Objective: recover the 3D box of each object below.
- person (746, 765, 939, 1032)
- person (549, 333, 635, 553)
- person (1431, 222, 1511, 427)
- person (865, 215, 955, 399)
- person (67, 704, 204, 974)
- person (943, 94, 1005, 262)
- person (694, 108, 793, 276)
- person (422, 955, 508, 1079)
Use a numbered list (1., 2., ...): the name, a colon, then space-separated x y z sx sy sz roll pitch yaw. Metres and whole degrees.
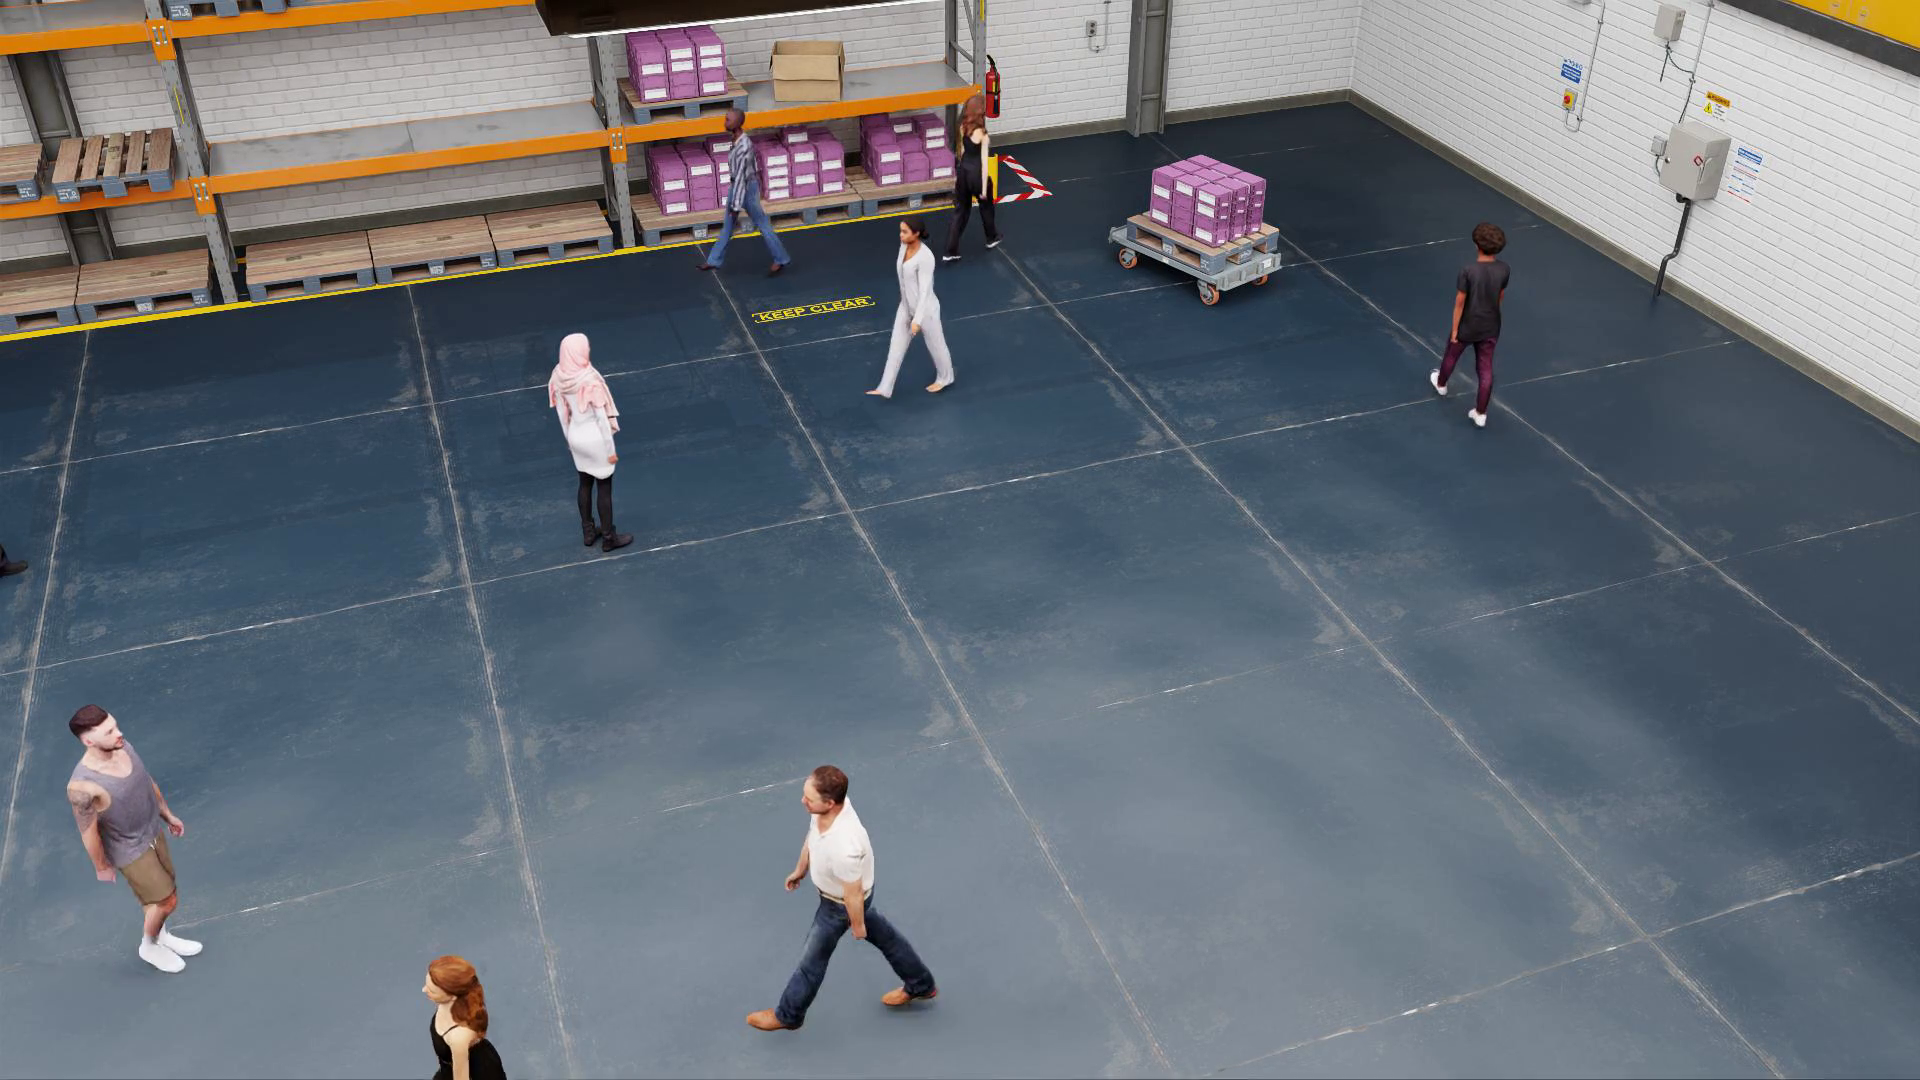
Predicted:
1. person: -0.488 1.858 8.648 1.334 1.791 0.860 -5 34 -7
2. person: -2.793 -0.736 12.539 0.739 1.803 0.774 20 39 27
3. person: 4.451 -1.814 14.216 1.116 1.743 0.896 -2 34 -3
4. person: -0.290 -2.037 14.598 1.191 1.692 0.893 -24 40 -31
5. person: -4.567 1.617 9.040 0.737 1.828 0.717 1 34 2
6. person: 0.058 -3.664 17.041 0.997 1.696 1.210 24 40 31
7. person: -2.052 -3.433 16.657 1.193 1.737 0.651 -11 35 -16
8. person: -2.195 2.513 7.825 0.711 1.611 0.595 -12 35 -17
